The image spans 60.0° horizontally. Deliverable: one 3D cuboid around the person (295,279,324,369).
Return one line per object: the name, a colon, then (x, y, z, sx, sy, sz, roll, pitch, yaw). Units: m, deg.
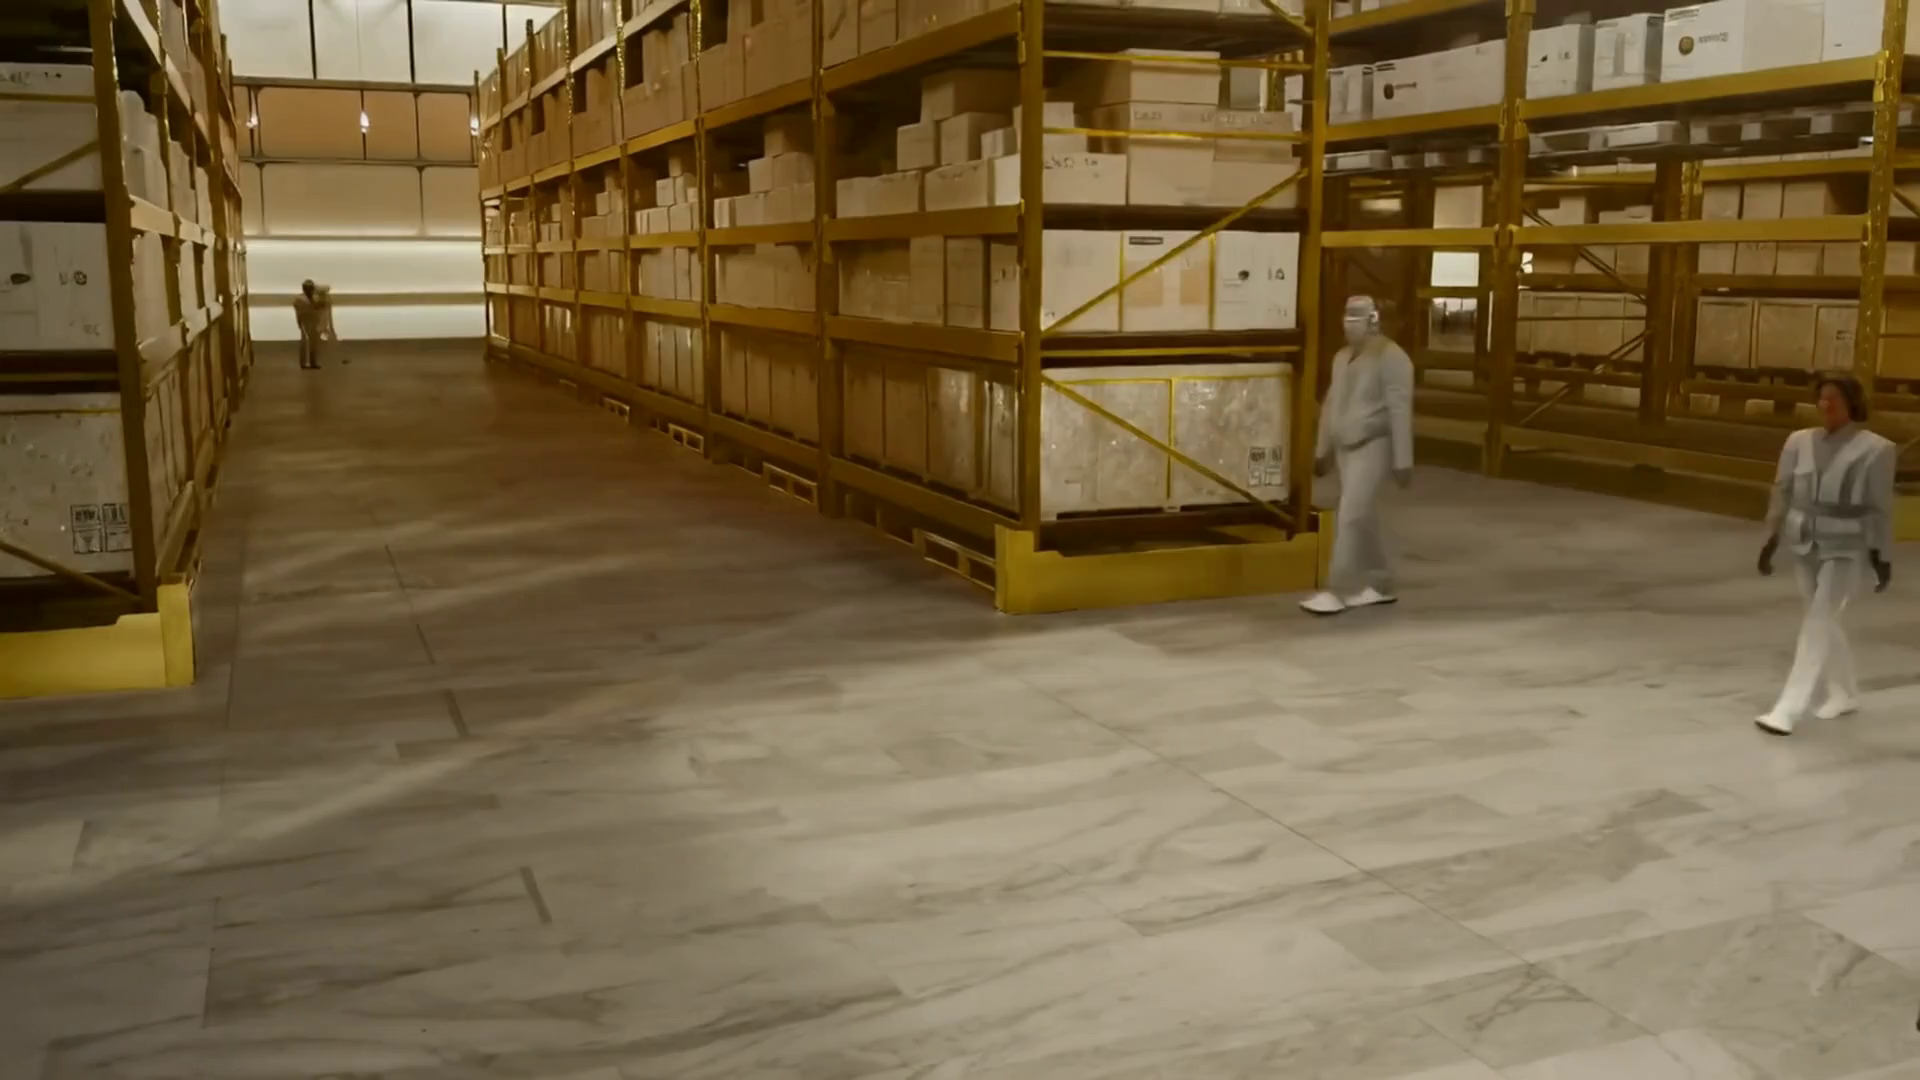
person: (-12.660, -4.193, 32.387, 0.360, 1.742, 0.563, 4, 10, 23)

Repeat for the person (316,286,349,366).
person: (-12.653, -4.276, 33.284, 0.800, 1.600, 0.509, 3, 10, 19)

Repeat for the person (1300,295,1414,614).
person: (2.285, -0.495, 9.839, 0.874, 1.871, 0.672, -3, 10, -20)

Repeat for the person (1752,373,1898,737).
person: (3.801, 0.059, 7.342, 0.852, 1.585, 0.536, -5, 11, -28)
